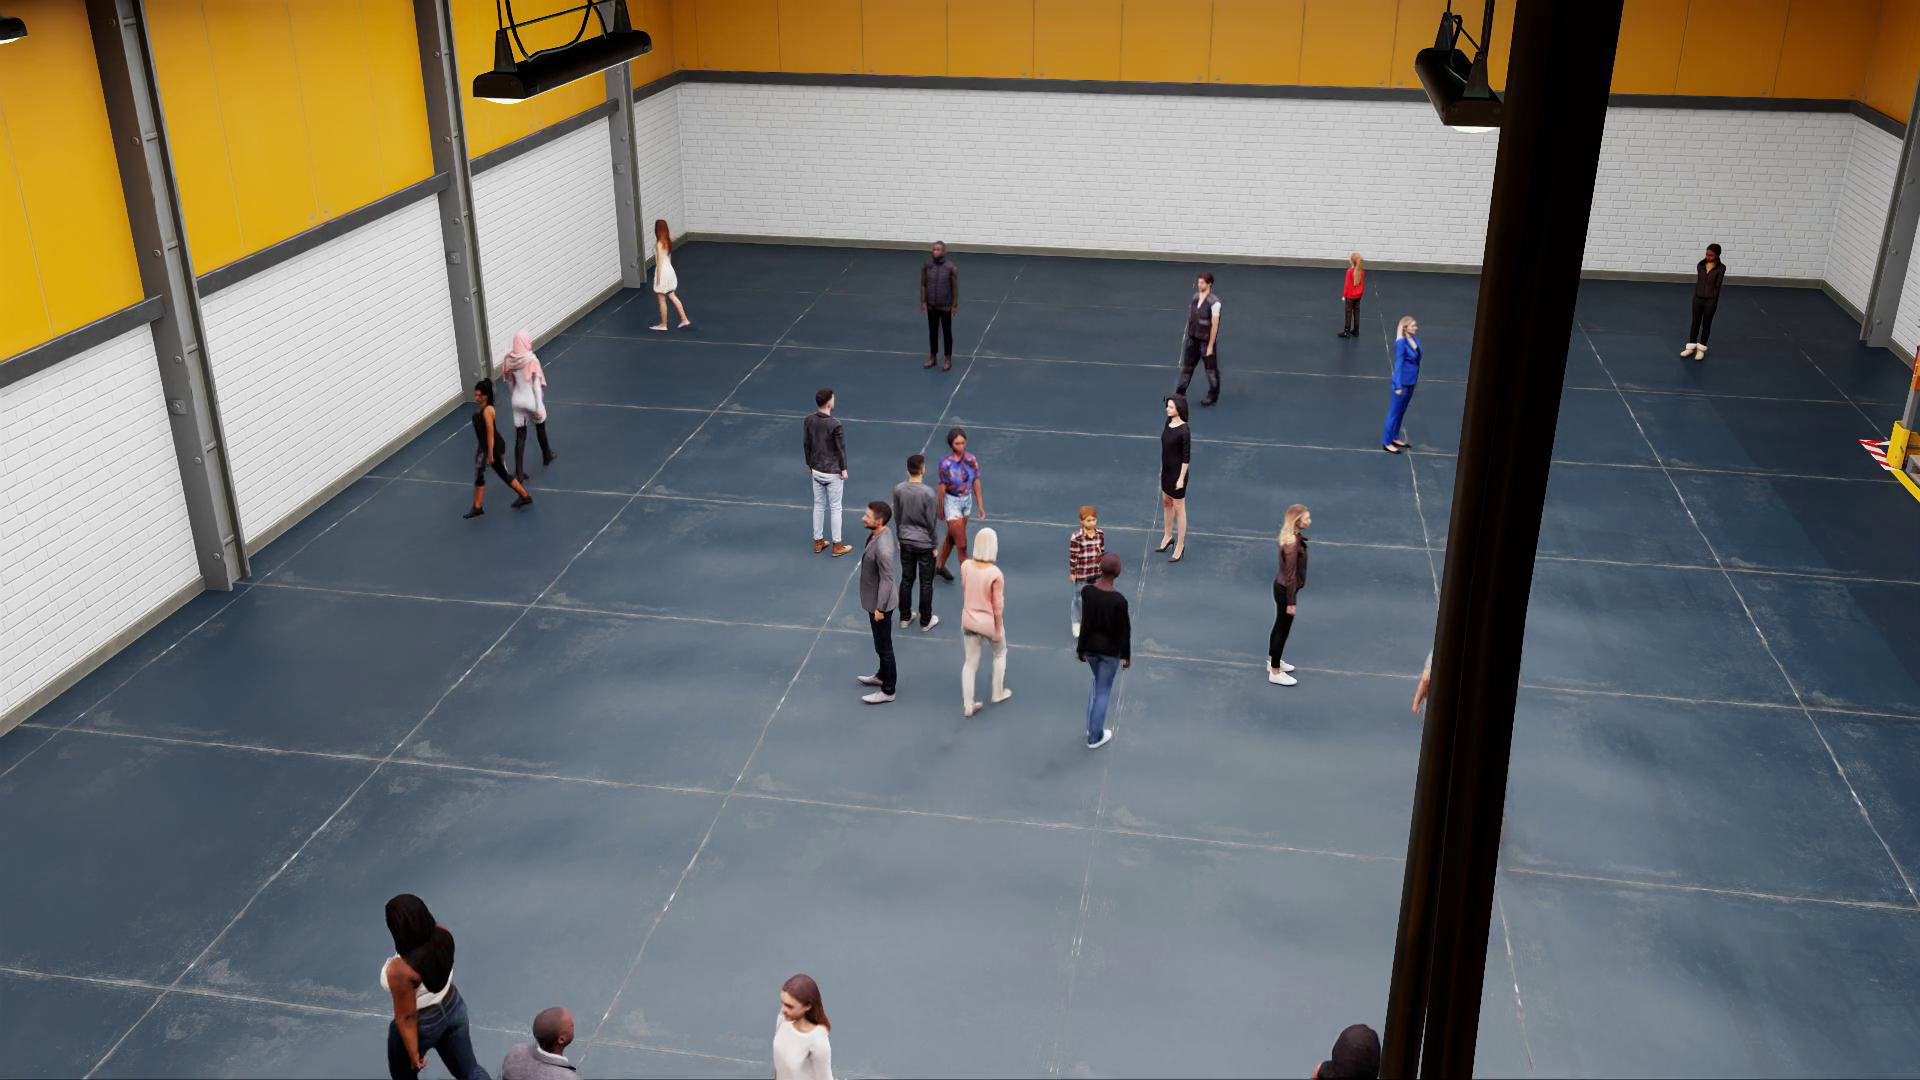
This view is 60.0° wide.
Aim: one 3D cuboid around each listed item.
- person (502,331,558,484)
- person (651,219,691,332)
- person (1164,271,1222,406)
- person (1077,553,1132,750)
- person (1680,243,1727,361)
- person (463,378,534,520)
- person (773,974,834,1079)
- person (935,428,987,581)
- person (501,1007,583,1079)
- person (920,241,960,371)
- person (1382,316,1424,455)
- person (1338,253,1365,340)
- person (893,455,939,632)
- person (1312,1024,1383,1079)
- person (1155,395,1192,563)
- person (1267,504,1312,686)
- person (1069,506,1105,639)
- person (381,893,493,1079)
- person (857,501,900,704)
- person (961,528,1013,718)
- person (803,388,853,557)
[{"bbox_3d":[-5.097,-1.515,19.407,0.651,1.752,1.180,5,24,11],"label":"person"},{"bbox_3d":[-4.423,-4.015,25.155,0.665,1.729,0.751,7,25,15],"label":"person"},{"bbox_3d":[3.268,-2.625,21.868,1.207,1.815,1.107,-19,30,-36],"label":"person"},{"bbox_3d":[1.133,0.949,13.791,0.713,1.736,0.739,17,29,34],"label":"person"},{"bbox_3d":[10.755,-3.467,23.985,0.705,1.662,0.768,14,27,29],"label":"person"},{"bbox_3d":[-5.129,-1.026,18.454,1.096,1.619,1.061,-11,26,-24],"label":"person"},{"bbox_3d":[-0.791,3.032,9.104,1.015,1.674,0.952,-17,29,-33],"label":"person"},{"bbox_3d":[-0.068,-0.311,16.731,1.104,1.691,1.137,-17,29,-34],"label":"person"},{"bbox_3d":[-2.164,3.219,8.521,0.886,1.798,0.836,17,29,33],"label":"person"},{"bbox_3d":[-0.278,-3.312,23.414,0.741,1.836,0.626,9,25,19],"label":"person"},{"bbox_3d":[5.423,-1.921,20.402,0.764,1.700,0.640,17,29,34],"label":"person"},{"bbox_3d":[5.890,-3.672,24.930,0.580,1.281,0.628,-12,26,-26],"label":"person"},{"bbox_3d":[-0.407,0.025,15.872,0.672,1.761,0.641,12,26,25],"label":"person"},{"bbox_3d":[1.993,3.217,8.596,0.658,1.741,0.629,14,27,28],"label":"person"},{"bbox_3d":[2.248,-0.661,17.385,0.721,1.807,0.598,-8,25,-18],"label":"person"},{"bbox_3d":[2.936,0.465,14.941,0.668,1.703,0.436,3,24,8],"label":"person"},{"bbox_3d":[1.206,0.281,15.856,0.622,1.306,0.664,-10,26,-22],"label":"person"},{"bbox_3d":[-2.958,2.792,9.526,0.994,1.775,1.171,14,27,29],"label":"person"},{"bbox_3d":[-0.701,0.518,14.602,0.807,1.876,0.647,-3,24,-6],"label":"person"},{"bbox_3d":[0.143,0.744,14.301,0.753,1.704,0.880,12,26,26],"label":"person"},{"bbox_3d":[-1.402,-0.722,17.488,0.723,1.836,0.668,13,27,28],"label":"person"}]
